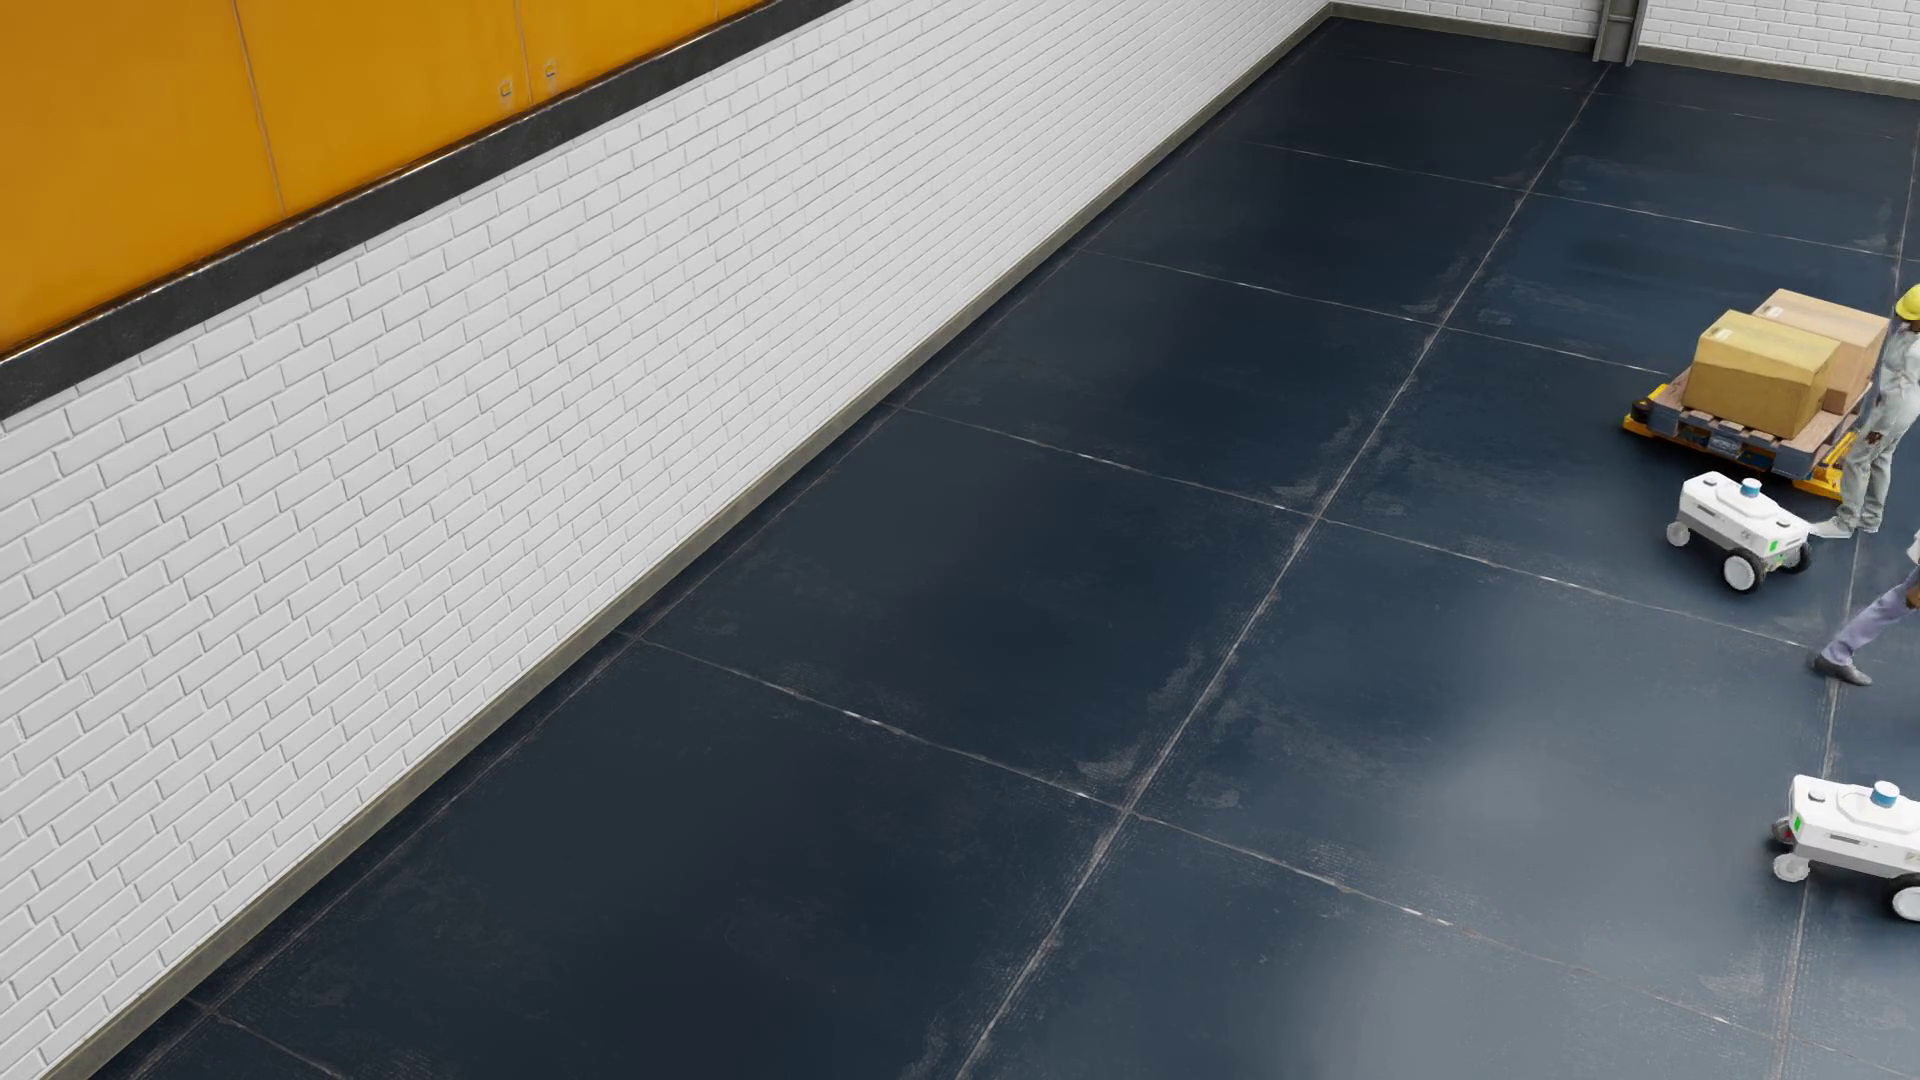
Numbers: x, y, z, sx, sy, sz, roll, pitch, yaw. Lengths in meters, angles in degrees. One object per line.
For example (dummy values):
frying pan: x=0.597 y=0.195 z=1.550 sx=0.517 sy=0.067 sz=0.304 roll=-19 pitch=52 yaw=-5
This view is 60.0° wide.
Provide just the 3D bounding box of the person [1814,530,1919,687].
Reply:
person: x=5.026 y=0.136 z=8.420 sx=0.948 sy=1.783 sz=0.554 roll=21 pitch=39 yaw=28

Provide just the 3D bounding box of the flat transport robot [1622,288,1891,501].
flat transport robot: x=5.230 y=-0.700 z=11.019 sx=1.431 sy=0.231 sz=0.659 roll=26 pitch=42 yaw=33

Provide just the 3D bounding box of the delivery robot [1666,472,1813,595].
delivery robot: x=4.622 y=-0.080 z=9.839 sx=0.499 sy=0.593 sz=0.789 roll=-17 pitch=38 yaw=-24

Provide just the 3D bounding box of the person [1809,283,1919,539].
person: x=5.482 y=-0.762 z=9.832 sx=0.328 sy=1.712 sz=0.511 roll=19 pitch=38 yaw=26

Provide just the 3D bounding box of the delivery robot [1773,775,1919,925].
delivery robot: x=4.207 y=1.377 z=7.681 sx=0.808 sy=0.604 sz=0.499 roll=13 pitch=36 yaw=18
